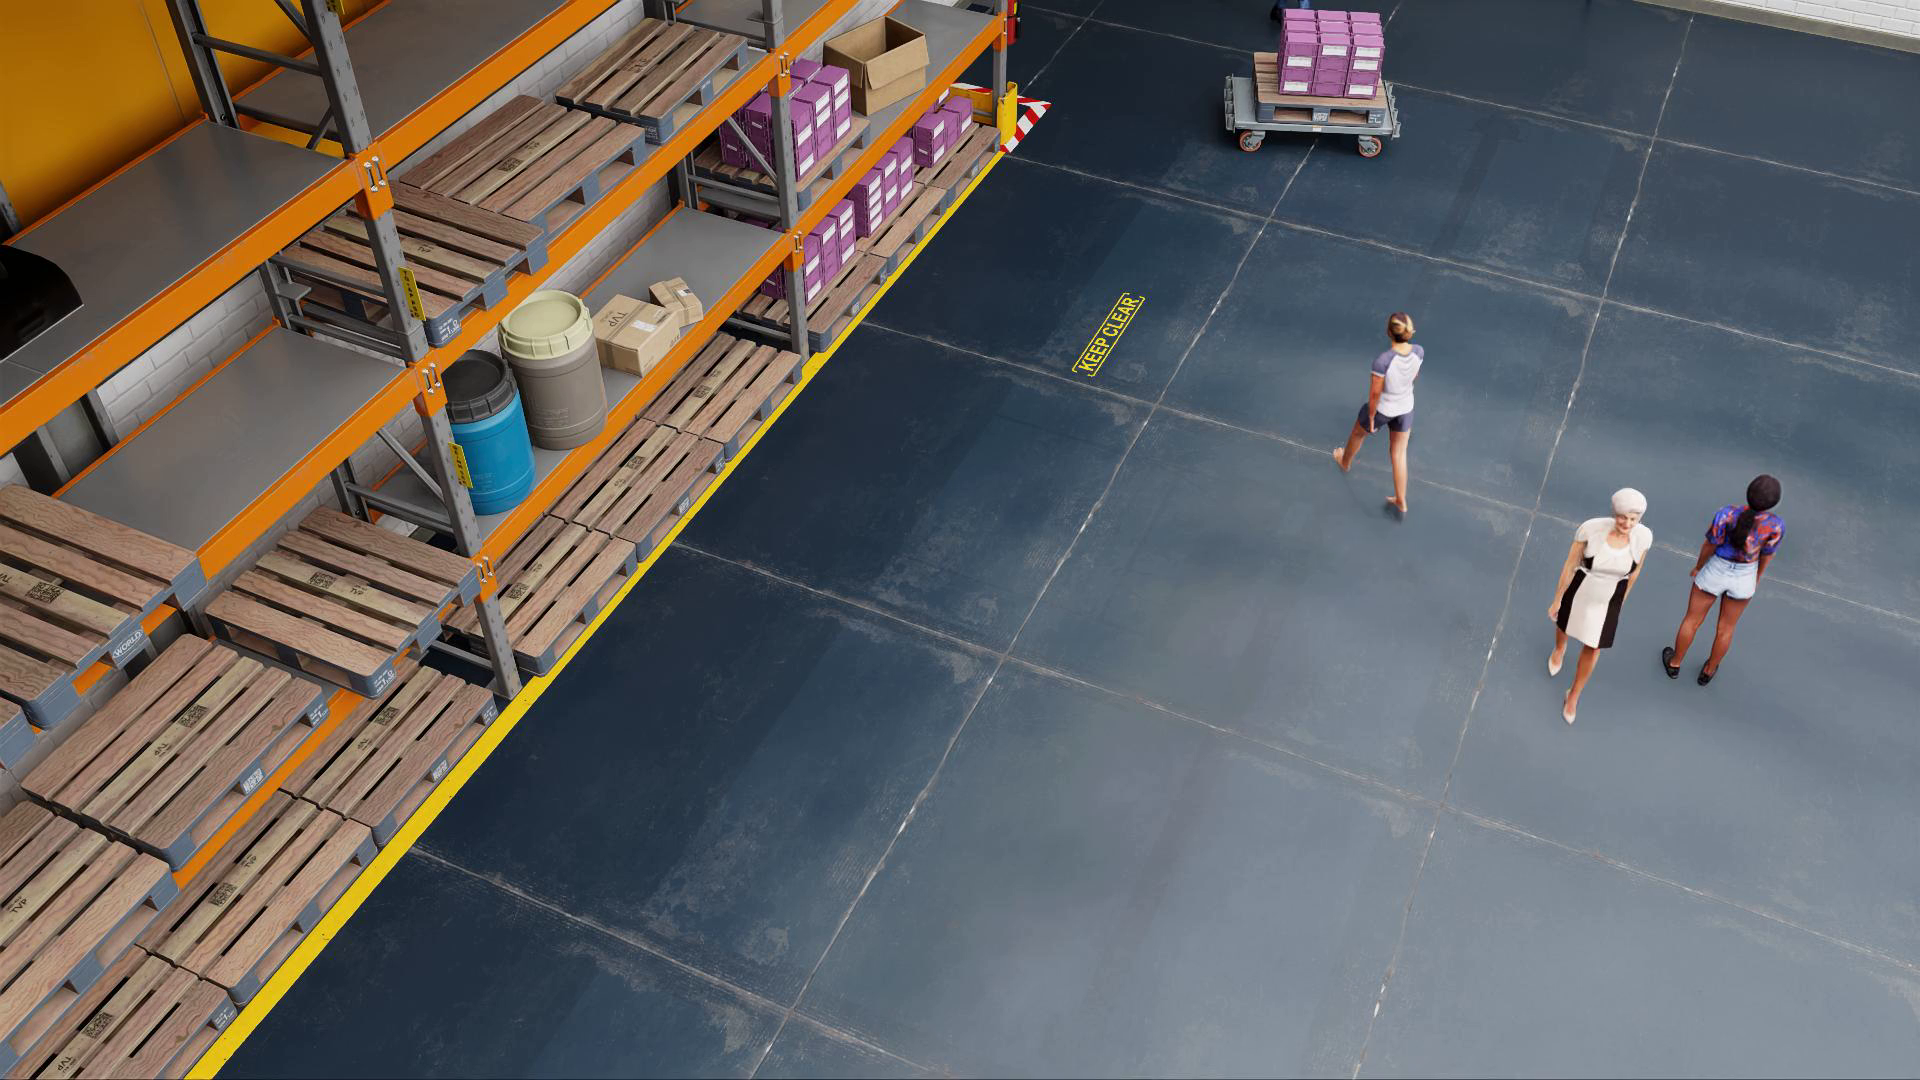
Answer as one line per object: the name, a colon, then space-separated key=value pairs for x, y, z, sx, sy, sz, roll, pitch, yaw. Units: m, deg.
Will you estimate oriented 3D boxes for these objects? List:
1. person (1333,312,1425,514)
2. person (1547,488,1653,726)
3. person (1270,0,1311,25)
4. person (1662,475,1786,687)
person: x=3.139 y=-0.892 z=11.997 sx=0.987 sy=1.581 sz=1.096 roll=-11 pitch=45 yaw=-11
person: x=4.045 y=0.285 z=10.658 sx=0.712 sy=1.723 sz=0.976 roll=14 pitch=45 yaw=14
person: x=3.533 y=-6.089 z=17.453 sx=1.064 sy=1.580 sz=0.926 roll=-32 pitch=52 yaw=-29
person: x=4.918 y=0.253 z=10.678 sx=0.596 sy=1.742 sz=0.526 roll=15 pitch=46 yaw=15
